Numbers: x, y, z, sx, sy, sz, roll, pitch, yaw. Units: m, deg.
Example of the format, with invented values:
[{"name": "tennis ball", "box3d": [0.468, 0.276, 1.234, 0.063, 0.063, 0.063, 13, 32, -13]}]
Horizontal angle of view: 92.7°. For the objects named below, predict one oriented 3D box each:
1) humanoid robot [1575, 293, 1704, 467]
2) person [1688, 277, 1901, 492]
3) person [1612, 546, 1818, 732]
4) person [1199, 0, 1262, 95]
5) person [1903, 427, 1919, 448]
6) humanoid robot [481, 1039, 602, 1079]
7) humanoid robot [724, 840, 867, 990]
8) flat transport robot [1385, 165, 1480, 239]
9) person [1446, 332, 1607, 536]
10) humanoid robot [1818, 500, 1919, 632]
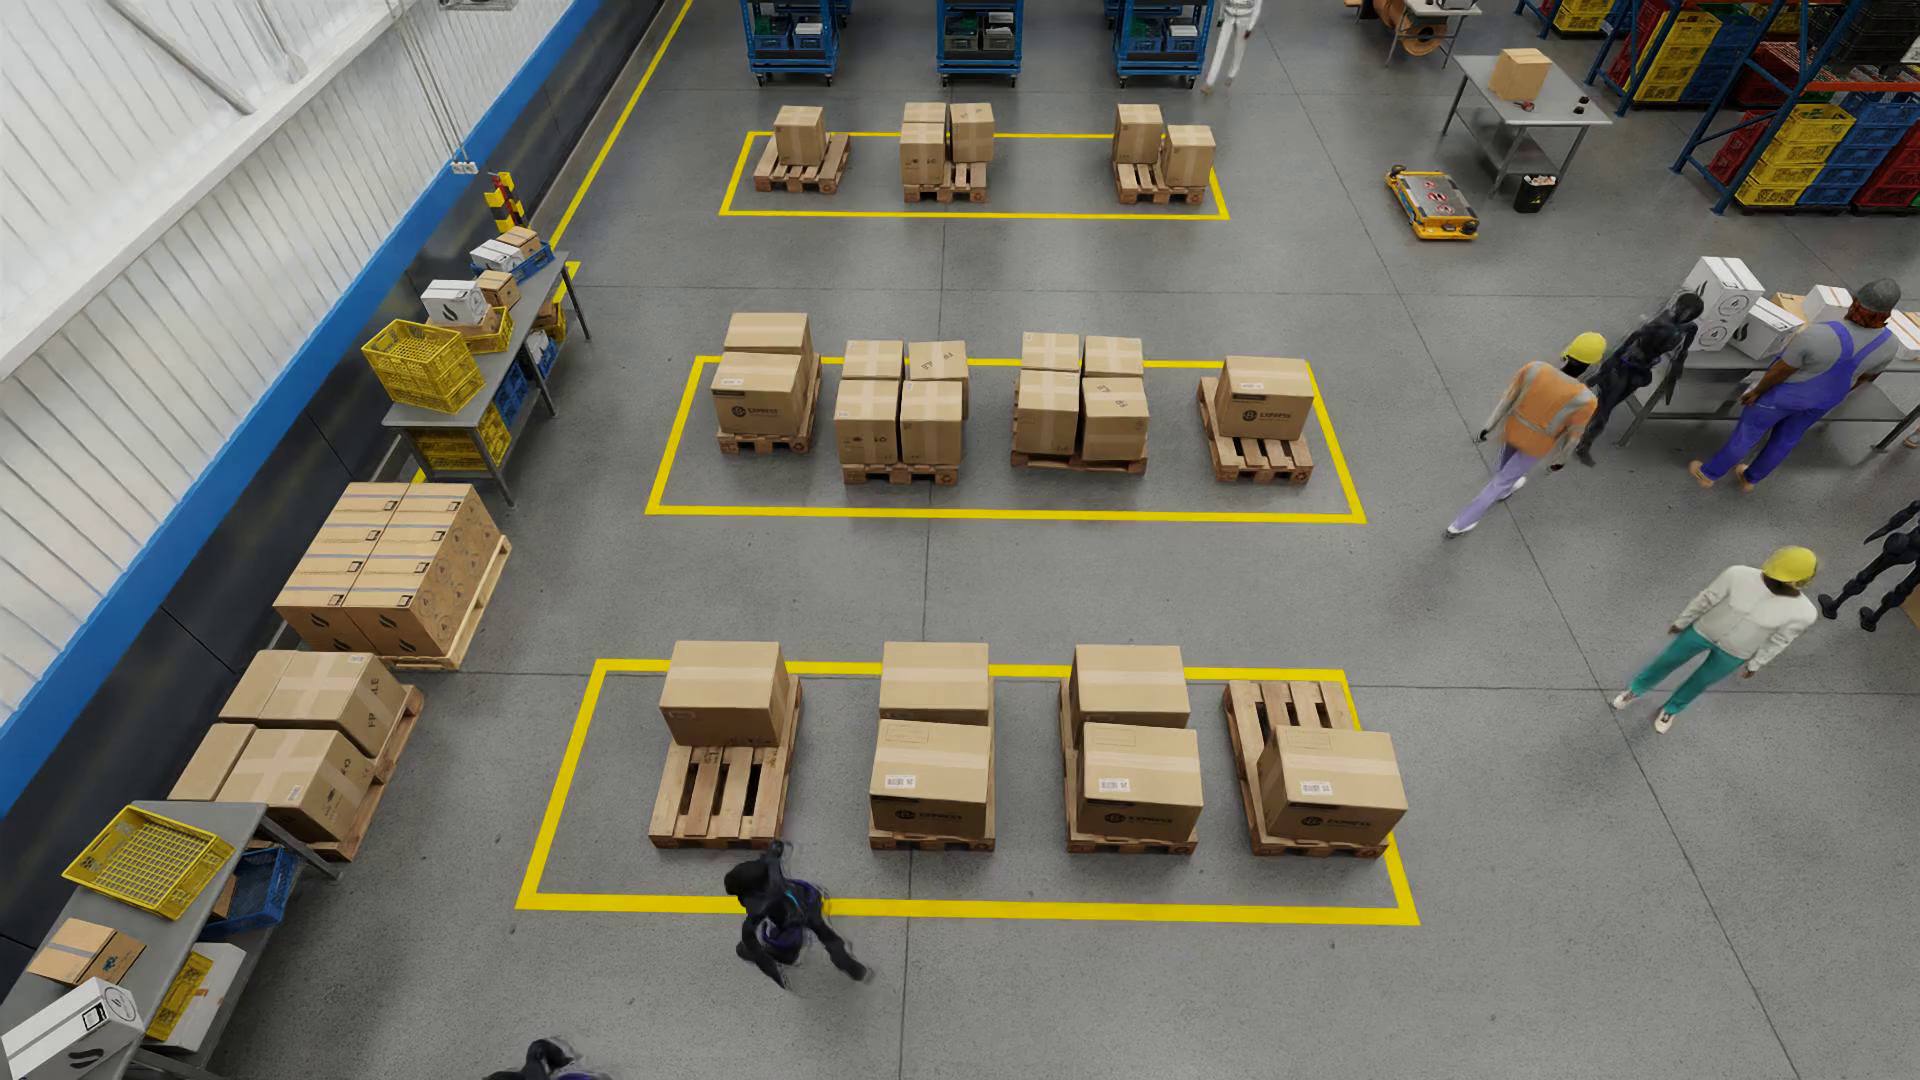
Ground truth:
[{"name": "humanoid robot", "box3d": [5.732, -1.368, 7.800, 0.589, 1.634, 0.669, -7, 49, -6]}, {"name": "person", "box3d": [6.762, -1.229, 7.426, 0.674, 2.000, 0.537, 9, 50, 8]}, {"name": "person", "box3d": [4.944, 0.667, 5.980, 0.333, 1.761, 0.537, -31, 56, -24]}, {"name": "person", "box3d": [3.781, -7.128, 12.660, 0.585, 1.836, 0.973, 23, 53, 19]}, {"name": "person", "box3d": [8.971, -1.480, 7.673, 0.376, 1.995, 0.610, -36, 58, -27]}, {"name": "humanoid robot", "box3d": [-1.794, 2.712, 4.290, 0.757, 1.636, 0.594, -1, 49, -1]}, {"name": "humanoid robot", "box3d": [-0.922, 2.016, 4.897, 0.797, 1.615, 0.603, 16, 51, 13]}, {"name": "flat transport robot", "box3d": [5.692, -4.094, 11.059, 0.652, 0.197, 1.431, 1, 49, 1]}, {"name": "person", "box3d": [4.495, -0.827, 7.181, 1.013, 1.867, 0.606, -24, 53, -19]}, {"name": "humanoid robot", "box3d": [6.970, 0.021, 6.580, 0.582, 1.651, 0.313, 22, 53, 18]}]
